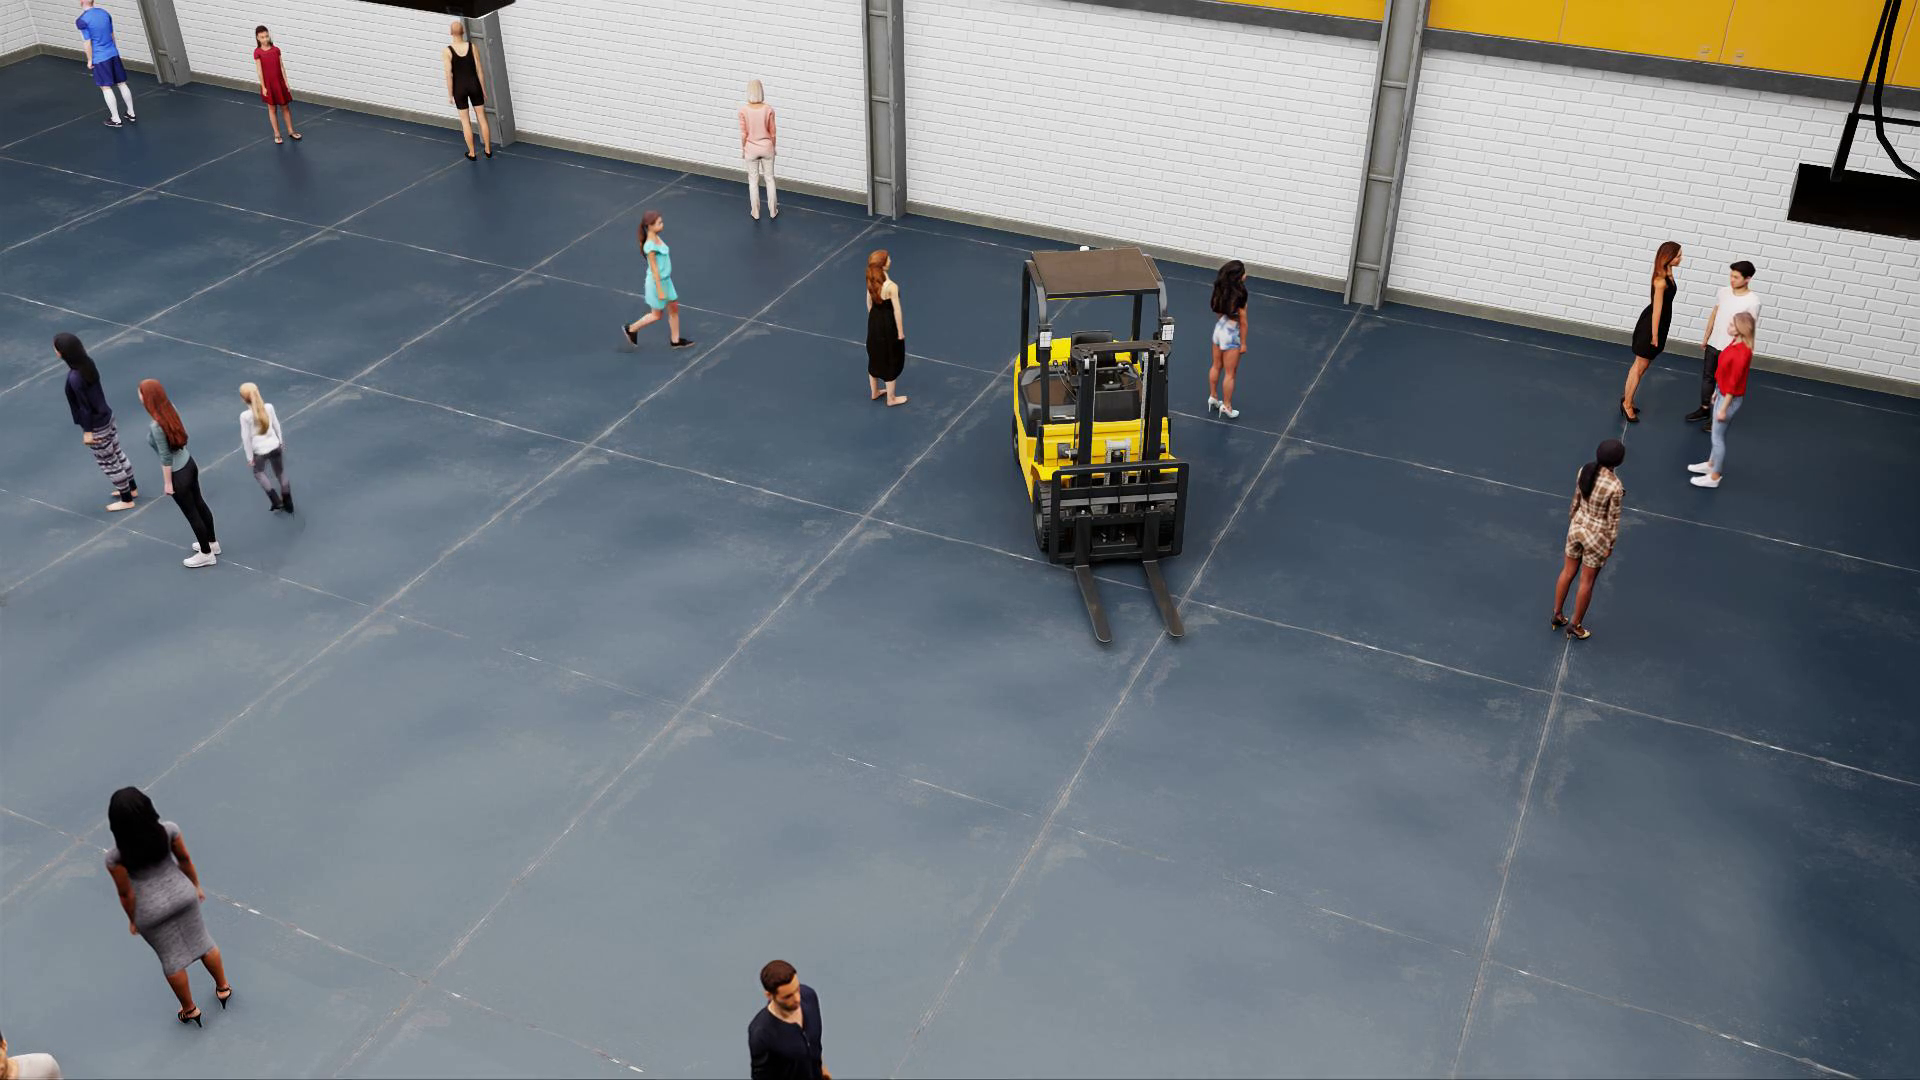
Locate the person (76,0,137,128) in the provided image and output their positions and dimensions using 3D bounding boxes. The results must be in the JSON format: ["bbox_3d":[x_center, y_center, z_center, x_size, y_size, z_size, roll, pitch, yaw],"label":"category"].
[{"bbox_3d":[-11.829,-6.668,22.987,0.555,1.842,0.662,15,37,22],"label":"person"}]

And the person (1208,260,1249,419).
[{"bbox_3d":[2.590,-1.944,16.074,0.721,1.626,0.645,-17,37,-24],"label":"person"}]

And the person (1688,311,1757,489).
[{"bbox_3d":[6.916,-1.267,14.988,0.577,1.701,0.647,9,35,13],"label":"person"}]

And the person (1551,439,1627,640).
[{"bbox_3d":[4.919,-0.008,13.010,0.743,1.794,0.660,-17,37,-24],"label":"person"}]

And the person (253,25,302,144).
[{"bbox_3d":[-9.300,-6.194,22.534,0.643,1.554,0.705,-26,41,-33],"label":"person"}]

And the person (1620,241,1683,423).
[{"bbox_3d":[6.635,-2.000,15.971,0.509,1.835,0.570,14,36,20],"label":"person"}]

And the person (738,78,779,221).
[{"bbox_3d":[-2.446,-4.756,20.215,0.655,1.725,0.745,-7,34,-10],"label":"person"}]

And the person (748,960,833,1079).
[{"bbox_3d":[-0.892,2.853,8.647,0.589,1.859,0.677,22,39,29],"label":"person"}]

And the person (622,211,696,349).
[{"bbox_3d":[-3.189,-2.659,17.227,1.021,1.541,0.763,2,34,2],"label":"person"}]

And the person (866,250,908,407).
[{"bbox_3d":[-0.753,-2.089,16.293,0.597,1.625,0.703,26,42,34],"label":"person"}]

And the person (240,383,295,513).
[{"bbox_3d":[-6.085,-0.777,14.642,0.596,1.267,0.613,-29,43,-36],"label":"person"}]

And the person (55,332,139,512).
[{"bbox_3d":[-7.600,-1.058,14.646,0.684,1.732,0.678,-4,34,-6],"label":"person"}]

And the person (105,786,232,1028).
[{"bbox_3d":[-4.661,2.156,9.766,0.657,1.781,0.643,-29,43,-36],"label":"person"}]

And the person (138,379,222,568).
[{"bbox_3d":[-6.522,-0.561,13.889,0.664,1.742,0.663,0,34,-1],"label":"person"}]

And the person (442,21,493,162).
[{"bbox_3d":[-6.473,-5.899,21.854,0.715,1.815,0.735,-17,37,-23],"label":"person"}]

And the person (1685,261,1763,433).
[{"bbox_3d":[7.343,-1.875,15.890,0.779,1.715,0.692,-16,37,-23],"label":"person"}]
